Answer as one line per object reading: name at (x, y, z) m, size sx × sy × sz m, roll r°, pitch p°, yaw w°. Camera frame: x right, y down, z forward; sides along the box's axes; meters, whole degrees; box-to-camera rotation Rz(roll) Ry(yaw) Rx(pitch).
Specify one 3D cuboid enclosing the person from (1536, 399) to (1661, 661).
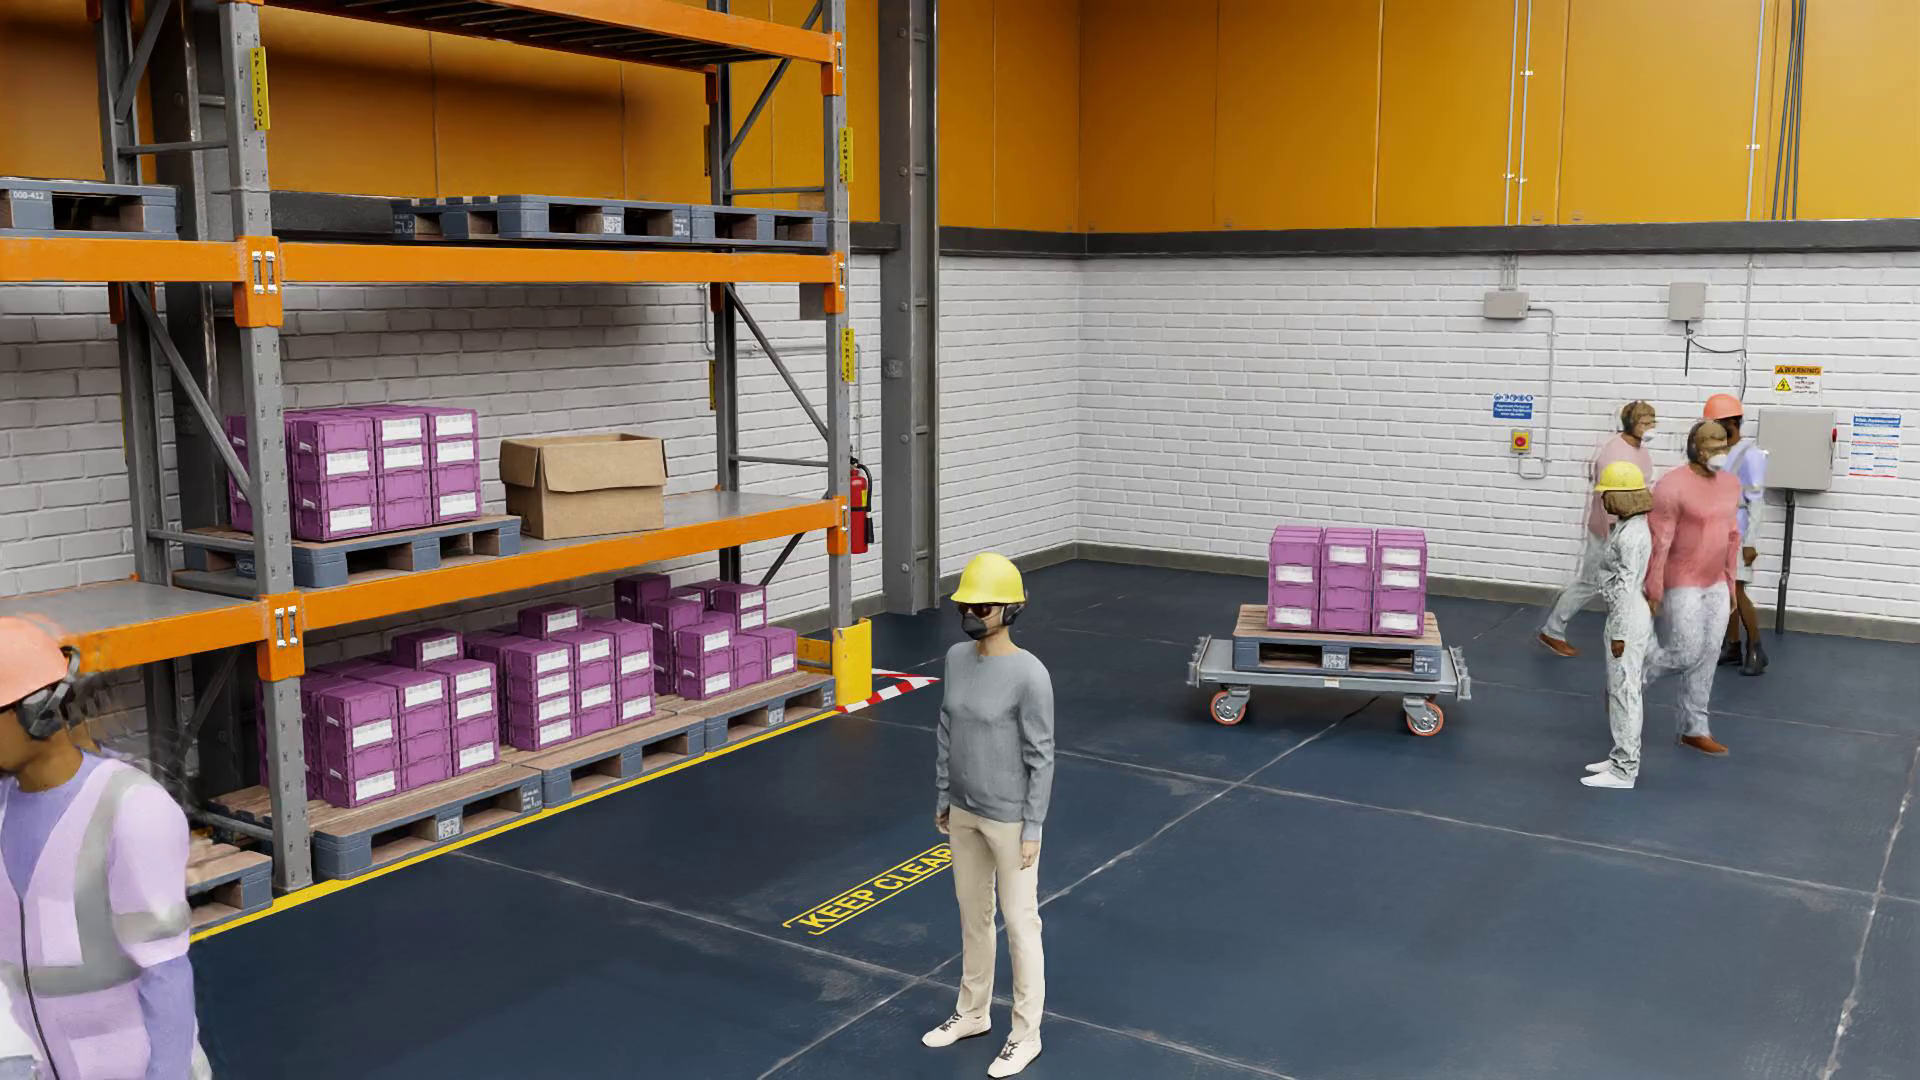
person at (4.506, -0.047, 11.566) m, size 0.630 × 1.890 × 0.984 m, roll -7°, pitch 11°, yaw -40°

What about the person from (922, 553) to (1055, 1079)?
person at (0.100, 0.917, 5.635) m, size 0.307 × 1.772 × 0.526 m, roll -8°, pitch 12°, yaw -41°

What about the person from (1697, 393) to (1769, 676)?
person at (5.290, -0.046, 11.419) m, size 0.497 × 1.913 × 0.581 m, roll -1°, pitch 9°, yaw -6°

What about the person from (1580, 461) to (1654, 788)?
person at (3.484, 0.446, 8.816) m, size 0.320 × 1.737 × 0.483 m, roll 4°, pitch 10°, yaw 23°

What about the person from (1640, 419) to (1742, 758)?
person at (4.110, 0.256, 9.464) m, size 0.631 × 1.920 × 0.608 m, roll -5°, pitch 10°, yaw -29°

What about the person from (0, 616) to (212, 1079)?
person at (-1.893, 1.128, 3.637) m, size 0.650 × 1.986 × 0.985 m, roll 3°, pitch 9°, yaw 18°
